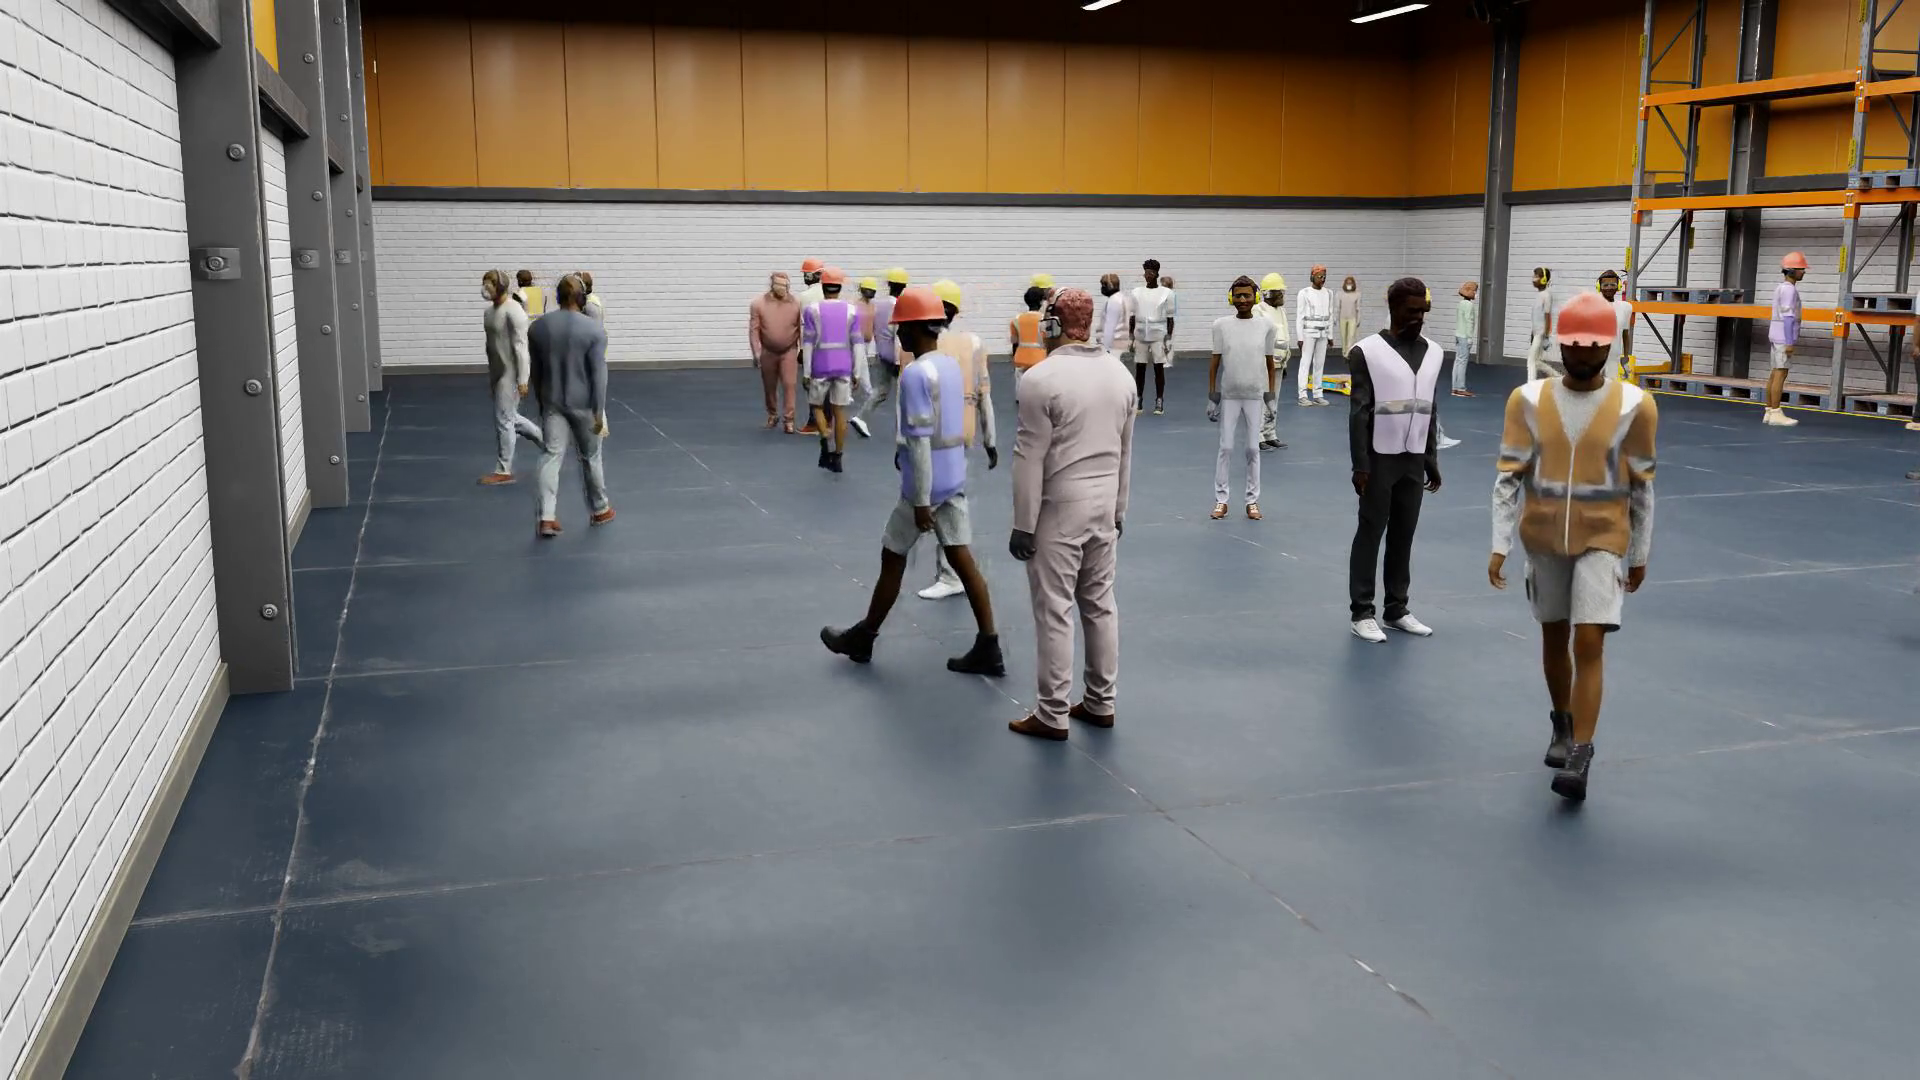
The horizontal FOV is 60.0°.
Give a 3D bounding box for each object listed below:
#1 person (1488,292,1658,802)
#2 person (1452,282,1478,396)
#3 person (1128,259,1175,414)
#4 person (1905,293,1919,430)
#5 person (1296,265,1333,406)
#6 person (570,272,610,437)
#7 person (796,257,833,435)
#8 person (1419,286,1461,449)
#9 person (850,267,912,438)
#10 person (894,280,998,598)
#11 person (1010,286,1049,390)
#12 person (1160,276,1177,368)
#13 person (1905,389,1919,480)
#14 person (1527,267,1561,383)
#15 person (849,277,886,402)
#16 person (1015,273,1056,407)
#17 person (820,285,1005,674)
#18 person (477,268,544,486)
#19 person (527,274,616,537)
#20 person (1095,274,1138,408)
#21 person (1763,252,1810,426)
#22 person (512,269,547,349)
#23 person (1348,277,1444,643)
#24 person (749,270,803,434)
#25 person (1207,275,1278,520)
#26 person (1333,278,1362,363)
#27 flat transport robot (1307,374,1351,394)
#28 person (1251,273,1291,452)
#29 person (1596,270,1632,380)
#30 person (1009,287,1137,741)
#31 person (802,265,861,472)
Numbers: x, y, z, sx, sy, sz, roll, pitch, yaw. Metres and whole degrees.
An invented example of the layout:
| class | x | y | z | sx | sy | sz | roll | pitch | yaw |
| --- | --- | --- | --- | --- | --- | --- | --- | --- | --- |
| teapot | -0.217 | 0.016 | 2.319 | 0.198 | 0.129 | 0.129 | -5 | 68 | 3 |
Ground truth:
| class | x | y | z | sx | sy | sz | roll | pitch | yaw |
| --- | --- | --- | --- | --- | --- | --- | --- | --- | --- |
| person | 2.309 | 0.017 | 6.313 | 0.561 | 1.884 | 0.960 | 5 | 11 | 29 |
| person | 7.238 | -2.876 | 23.808 | 0.289 | 1.633 | 0.499 | 0 | 10 | 1 |
| person | 2.418 | -2.577 | 21.118 | 0.602 | 1.966 | 0.368 | 4 | 11 | 22 |
| person | 11.293 | -2.279 | 19.176 | 0.675 | 2.000 | 0.535 | 0 | 10 | -1 |
| person | 4.742 | -2.727 | 22.243 | 0.572 | 1.879 | 0.338 | -5 | 11 | -29 |
| person | -4.156 | -2.046 | 18.483 | 0.440 | 1.837 | 0.656 | -4 | 11 | -21 |
| person | -1.636 | -2.187 | 18.777 | 0.381 | 1.994 | 0.613 | 5 | 11 | 27 |
| person | 4.753 | -1.761 | 17.144 | 0.876 | 1.696 | 0.501 | 8 | 12 | 38 |
| person | -0.785 | -2.063 | 18.372 | 0.879 | 1.899 | 0.588 | -6 | 12 | -31 |
| person | -0.100 | -0.617 | 10.060 | 0.637 | 1.874 | 0.674 | -7 | 12 | -34 |
| person | 0.817 | -1.890 | 17.937 | 0.557 | 1.676 | 0.526 | 5 | 11 | 25 |
| person | 3.629 | -3.873 | 29.577 | 0.433 | 1.623 | 0.538 | -6 | 11 | -29 |
| person | 8.777 | -1.494 | 14.941 | 0.547 | 1.934 | 0.376 | -8 | 13 | -40 |
| person | 7.994 | -2.809 | 22.788 | 0.699 | 1.855 | 0.523 | 2 | 10 | 10 |
| person | -1.364 | -2.708 | 22.623 | 0.927 | 1.715 | 0.564 | 8 | 13 | 40 |
| person | 1.078 | -2.587 | 21.737 | 0.899 | 1.774 | 0.598 | 7 | 12 | 35 |
| person | -0.195 | -0.289 | 8.118 | 1.009 | 1.880 | 0.569 | 5 | 11 | 27 |
| person | -3.937 | -1.455 | 14.804 | 0.814 | 1.917 | 0.639 | -8 | 12 | -38 |
| person | -2.845 | -0.982 | 12.128 | 0.645 | 1.895 | 1.013 | 2 | 10 | 10 |
| person | 1.852 | -2.415 | 20.715 | 0.732 | 1.790 | 0.668 | 1 | 10 | 8 |
| person | 9.823 | -2.381 | 19.754 | 0.387 | 2.042 | 0.614 | 3 | 10 | 15 |
| person | -6.362 | -3.114 | 24.723 | 0.940 | 1.805 | 0.620 | 8 | 12 | 37 |
| person | 2.302 | -0.429 | 8.829 | 0.592 | 1.917 | 0.392 | -5 | 11 | -28 |
| person | -2.066 | -2.157 | 19.060 | 0.672 | 1.887 | 0.838 | 0 | 10 | -2 |
| person | 2.165 | -1.083 | 12.751 | 0.538 | 1.869 | 0.312 | 1 | 10 | 8 |
| person | 7.180 | -4.062 | 30.835 | 0.495 | 1.578 | 0.882 | 4 | 10 | 21 |
| flat transport robot | 5.644 | -2.287 | 24.341 | 0.652 | 0.197 | 1.431 | -3 | 10 | -17 |
| person | 3.208 | -1.830 | 17.179 | 0.403 | 1.833 | 0.591 | 8 | 13 | 38 |
| person | 6.607 | -1.828 | 17.060 | 0.532 | 1.871 | 0.321 | 2 | 10 | 9 |
| person | 0.454 | -0.113 | 7.054 | 0.640 | 1.902 | 0.402 | -9 | 13 | -42 |
| person | -1.206 | -1.595 | 15.533 | 0.572 | 1.924 | 0.410 | -3 | 10 | -15 |
